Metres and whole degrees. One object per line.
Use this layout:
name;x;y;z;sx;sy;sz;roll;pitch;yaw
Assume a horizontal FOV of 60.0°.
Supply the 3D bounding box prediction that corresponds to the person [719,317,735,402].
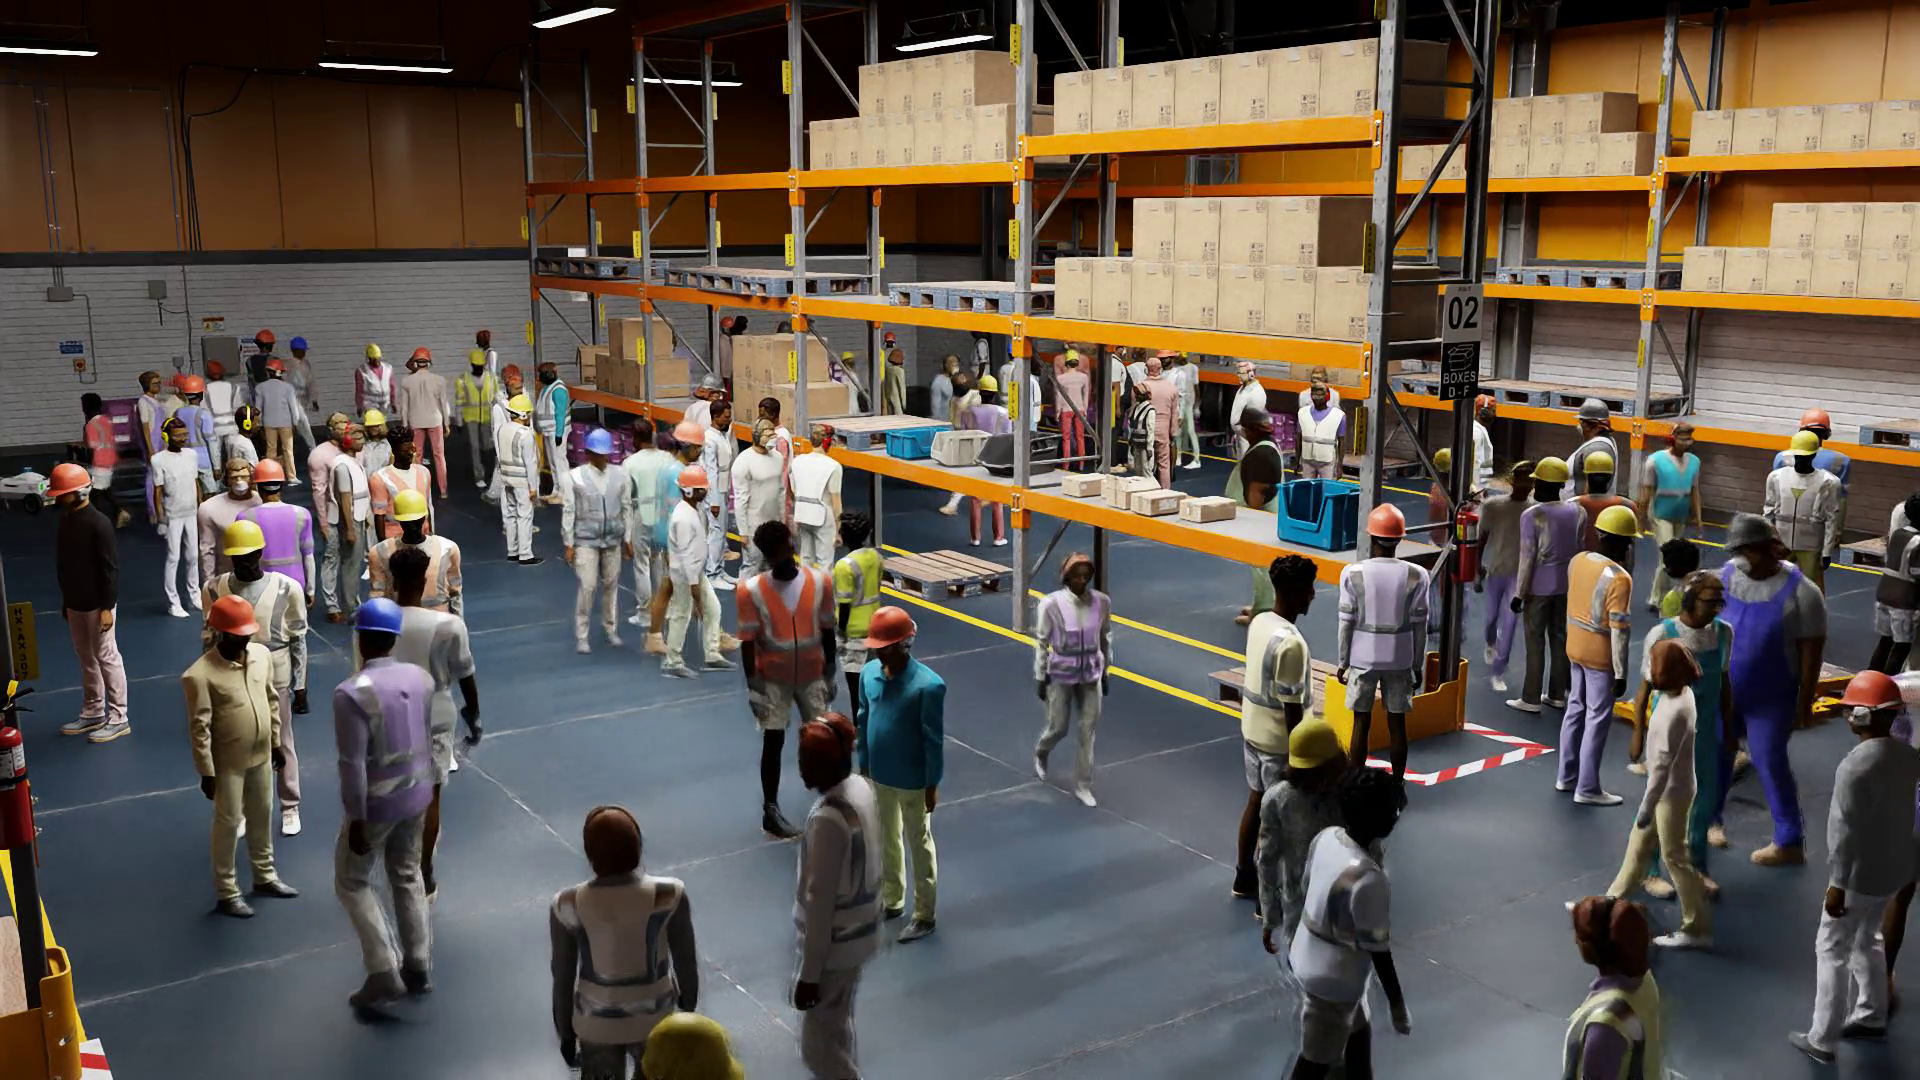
person;-3.983;-2.824;28.458;0.407;1.984;0.619;0;11;2

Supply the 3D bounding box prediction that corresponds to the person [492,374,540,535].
person;-5.166;-0.987;19.325;0.352;1.880;0.577;6;13;30

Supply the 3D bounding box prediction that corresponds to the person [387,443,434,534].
person;-4.916;-0.039;14.817;0.493;1.743;0.298;0;11;0

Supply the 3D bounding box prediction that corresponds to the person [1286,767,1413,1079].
person;1.519;1.661;6.316;0.803;1.655;0.578;-1;11;-4

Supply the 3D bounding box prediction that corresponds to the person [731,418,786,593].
person;-1.776;-0.131;14.811;0.373;1.931;0.633;7;13;31

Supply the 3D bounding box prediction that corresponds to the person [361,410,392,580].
person;-5.935;-0.463;16.986;0.486;1.744;0.294;-2;11;-9

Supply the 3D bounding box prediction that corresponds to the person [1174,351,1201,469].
person;3.318;-1.975;24.496;0.366;1.845;0.607;-10;15;-41

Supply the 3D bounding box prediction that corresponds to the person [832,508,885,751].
person;-0.710;0.618;11.574;0.318;1.695;0.537;5;12;24

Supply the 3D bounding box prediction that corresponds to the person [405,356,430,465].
person;-8.102;-1.944;24.846;0.279;1.633;0.498;-3;11;-15

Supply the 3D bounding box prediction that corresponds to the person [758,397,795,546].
person;-1.819;-0.479;16.654;0.402;1.909;0.599;-4;12;-18

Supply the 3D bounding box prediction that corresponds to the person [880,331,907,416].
person;-1.177;-2.646;28.128;0.562;1.753;0.327;-2;11;-12

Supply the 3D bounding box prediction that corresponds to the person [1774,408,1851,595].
person;7.431;-0.144;14.614;0.609;2.035;0.417;4;12;22

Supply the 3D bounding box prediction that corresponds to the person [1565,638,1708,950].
person;3.495;1.277;8.417;0.700;1.597;0.524;4;12;21

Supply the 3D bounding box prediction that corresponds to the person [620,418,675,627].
person;-2.825;-0.154;14.990;0.480;1.905;0.602;7;13;32

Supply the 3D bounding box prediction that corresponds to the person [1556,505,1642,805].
person;4.032;0.725;10.475;0.394;1.913;0.591;-2;11;-12

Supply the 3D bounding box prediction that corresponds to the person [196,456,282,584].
person;-5.313;0.335;12.397;0.627;1.941;0.371;-6;13;-29

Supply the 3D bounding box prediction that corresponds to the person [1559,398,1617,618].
person;5.760;-0.297;15.371;0.537;2.000;0.682;5;12;25

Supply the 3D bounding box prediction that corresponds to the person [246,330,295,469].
person;-10.108;-2.052;24.349;0.608;2.044;0.373;4;12;18

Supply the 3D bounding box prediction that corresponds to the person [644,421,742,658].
person;-2.218;0.008;13.931;1.000;1.990;0.631;-2;11;-12

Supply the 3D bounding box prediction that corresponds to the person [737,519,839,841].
person;-1.009;0.830;9.961;0.619;1.921;0.575;-4;12;-19

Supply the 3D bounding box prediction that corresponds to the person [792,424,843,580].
person;-1.294;-0.131;15.049;0.571;1.838;0.380;8;14;36

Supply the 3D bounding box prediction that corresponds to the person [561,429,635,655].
person;-3.052;0.009;14.132;0.618;1.920;0.523;-7;13;-33

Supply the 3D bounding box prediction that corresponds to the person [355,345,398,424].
person;-8.801;-2.051;25.026;0.656;1.794;0.611;10;15;41

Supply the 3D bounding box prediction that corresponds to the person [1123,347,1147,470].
person;2.608;-1.948;24.323;0.519;1.844;0.330;-3;12;-17

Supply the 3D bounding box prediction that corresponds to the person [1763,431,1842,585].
person;7.061;0.028;14.026;0.586;1.919;0.398;10;15;41

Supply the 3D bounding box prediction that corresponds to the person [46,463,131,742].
person;-6.179;0.436;11.761;0.609;1.986;0.391;7;13;33

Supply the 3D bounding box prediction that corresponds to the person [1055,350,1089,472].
person;1.609;-1.852;24.036;0.525;1.769;0.308;-4;12;-21

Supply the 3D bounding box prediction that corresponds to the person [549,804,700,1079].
person;-1.199;1.762;5.903;0.520;1.617;0.624;0;11;-2

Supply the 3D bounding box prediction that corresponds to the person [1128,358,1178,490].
person;2.444;-1.362;21.171;0.652;1.904;0.403;-3;11;-15

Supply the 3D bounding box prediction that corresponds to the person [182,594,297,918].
person;-3.809;1.133;8.831;0.361;1.740;0.572;4;12;22

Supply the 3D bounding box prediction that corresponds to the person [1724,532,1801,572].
person;5.467;0.681;11.426;0.523;1.631;0.313;7;13;34

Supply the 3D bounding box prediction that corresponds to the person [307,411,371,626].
person;-5.633;-0.208;15.181;0.378;1.940;0.628;5;12;23

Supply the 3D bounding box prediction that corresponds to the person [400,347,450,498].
person;-7.012;-1.532;21.848;0.613;1.984;0.409;-3;11;-14

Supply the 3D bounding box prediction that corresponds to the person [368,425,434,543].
person;-4.661;0.006;14.013;0.367;1.966;0.607;6;13;29

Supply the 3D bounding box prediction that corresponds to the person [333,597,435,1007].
person;-2.724;1.230;7.914;0.477;1.904;0.652;5;12;25

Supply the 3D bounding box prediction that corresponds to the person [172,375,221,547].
person;-8.459;-0.865;18.531;0.551;1.941;0.352;4;12;20

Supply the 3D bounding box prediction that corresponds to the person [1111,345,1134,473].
person;2.267;-2.002;24.095;0.535;2.000;0.681;-1;11;-6

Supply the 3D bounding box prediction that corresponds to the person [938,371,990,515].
person;0.092;-1.222;20.765;0.931;1.800;0.672;-7;13;-33

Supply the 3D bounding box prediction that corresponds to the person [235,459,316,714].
person;-5.061;0.360;12.317;0.550;1.925;0.393;-8;14;-36

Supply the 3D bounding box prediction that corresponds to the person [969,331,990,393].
person;0.323;-2.788;28.331;0.377;1.959;0.603;0;11;-1

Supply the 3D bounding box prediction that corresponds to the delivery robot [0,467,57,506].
delivery robot;-11.669;-0.669;20.846;0.707;0.478;0.477;3;11;14

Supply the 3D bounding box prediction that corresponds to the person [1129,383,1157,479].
person;2.289;-1.150;20.794;0.313;1.634;0.514;-4;12;-20

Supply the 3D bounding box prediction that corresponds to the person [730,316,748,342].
person;-4.106;-3.283;31.183;0.429;1.838;0.621;-3;12;-16

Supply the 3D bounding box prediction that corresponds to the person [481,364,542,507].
person;-5.710;-1.322;21.158;0.970;1.836;0.602;7;13;30

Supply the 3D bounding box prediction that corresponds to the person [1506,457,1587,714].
person;4.369;0.337;12.409;0.594;1.929;0.357;-5;12;-23

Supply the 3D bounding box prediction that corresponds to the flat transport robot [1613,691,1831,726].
flat transport robot;5.610;1.201;12.249;1.431;0.197;0.652;-4;12;-20

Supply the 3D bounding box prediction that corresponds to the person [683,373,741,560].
person;-2.648;-0.804;17.965;0.536;2.000;0.675;-9;14;-39
